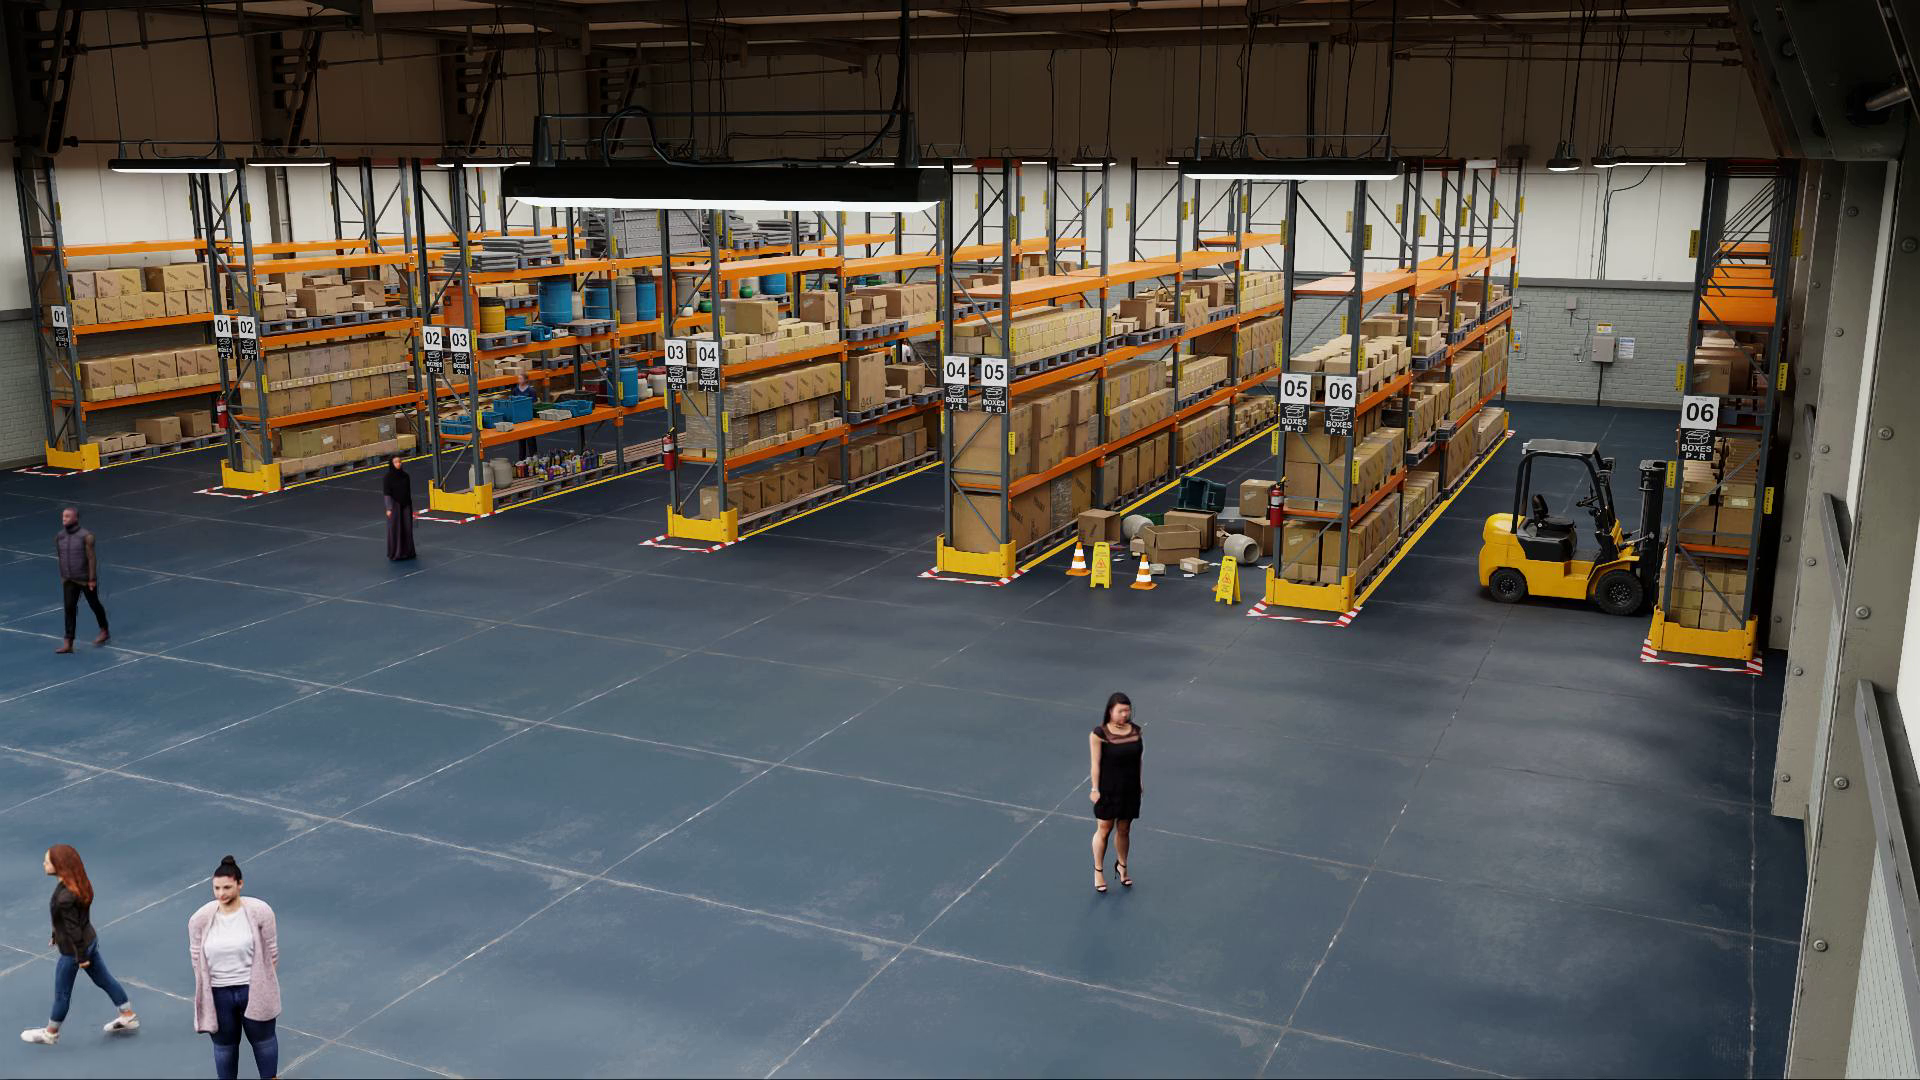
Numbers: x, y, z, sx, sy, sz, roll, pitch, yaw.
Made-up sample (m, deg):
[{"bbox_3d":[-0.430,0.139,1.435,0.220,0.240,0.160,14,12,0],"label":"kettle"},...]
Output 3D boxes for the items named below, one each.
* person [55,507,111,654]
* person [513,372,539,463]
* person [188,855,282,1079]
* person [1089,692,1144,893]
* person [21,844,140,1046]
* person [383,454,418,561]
[{"bbox_3d":[-10.879,0.488,20.691,0.943,1.789,1.243,2,13,8],"label":"person"},{"bbox_3d":[-8.631,-2.404,32.996,0.705,1.872,0.623,3,13,12],"label":"person"},{"bbox_3d":[-4.610,2.840,10.639,0.783,1.743,0.816,-3,13,-13],"label":"person"},{"bbox_3d":[1.301,2.094,13.913,0.738,1.718,0.812,-6,14,-24],"label":"person"},{"bbox_3d":[-6.022,2.793,11.500,0.971,1.446,0.975,-3,13,-11],"label":"person"},{"bbox_3d":[-8.566,-0.509,25.387,0.736,1.613,0.627,12,18,43],"label":"person"}]
